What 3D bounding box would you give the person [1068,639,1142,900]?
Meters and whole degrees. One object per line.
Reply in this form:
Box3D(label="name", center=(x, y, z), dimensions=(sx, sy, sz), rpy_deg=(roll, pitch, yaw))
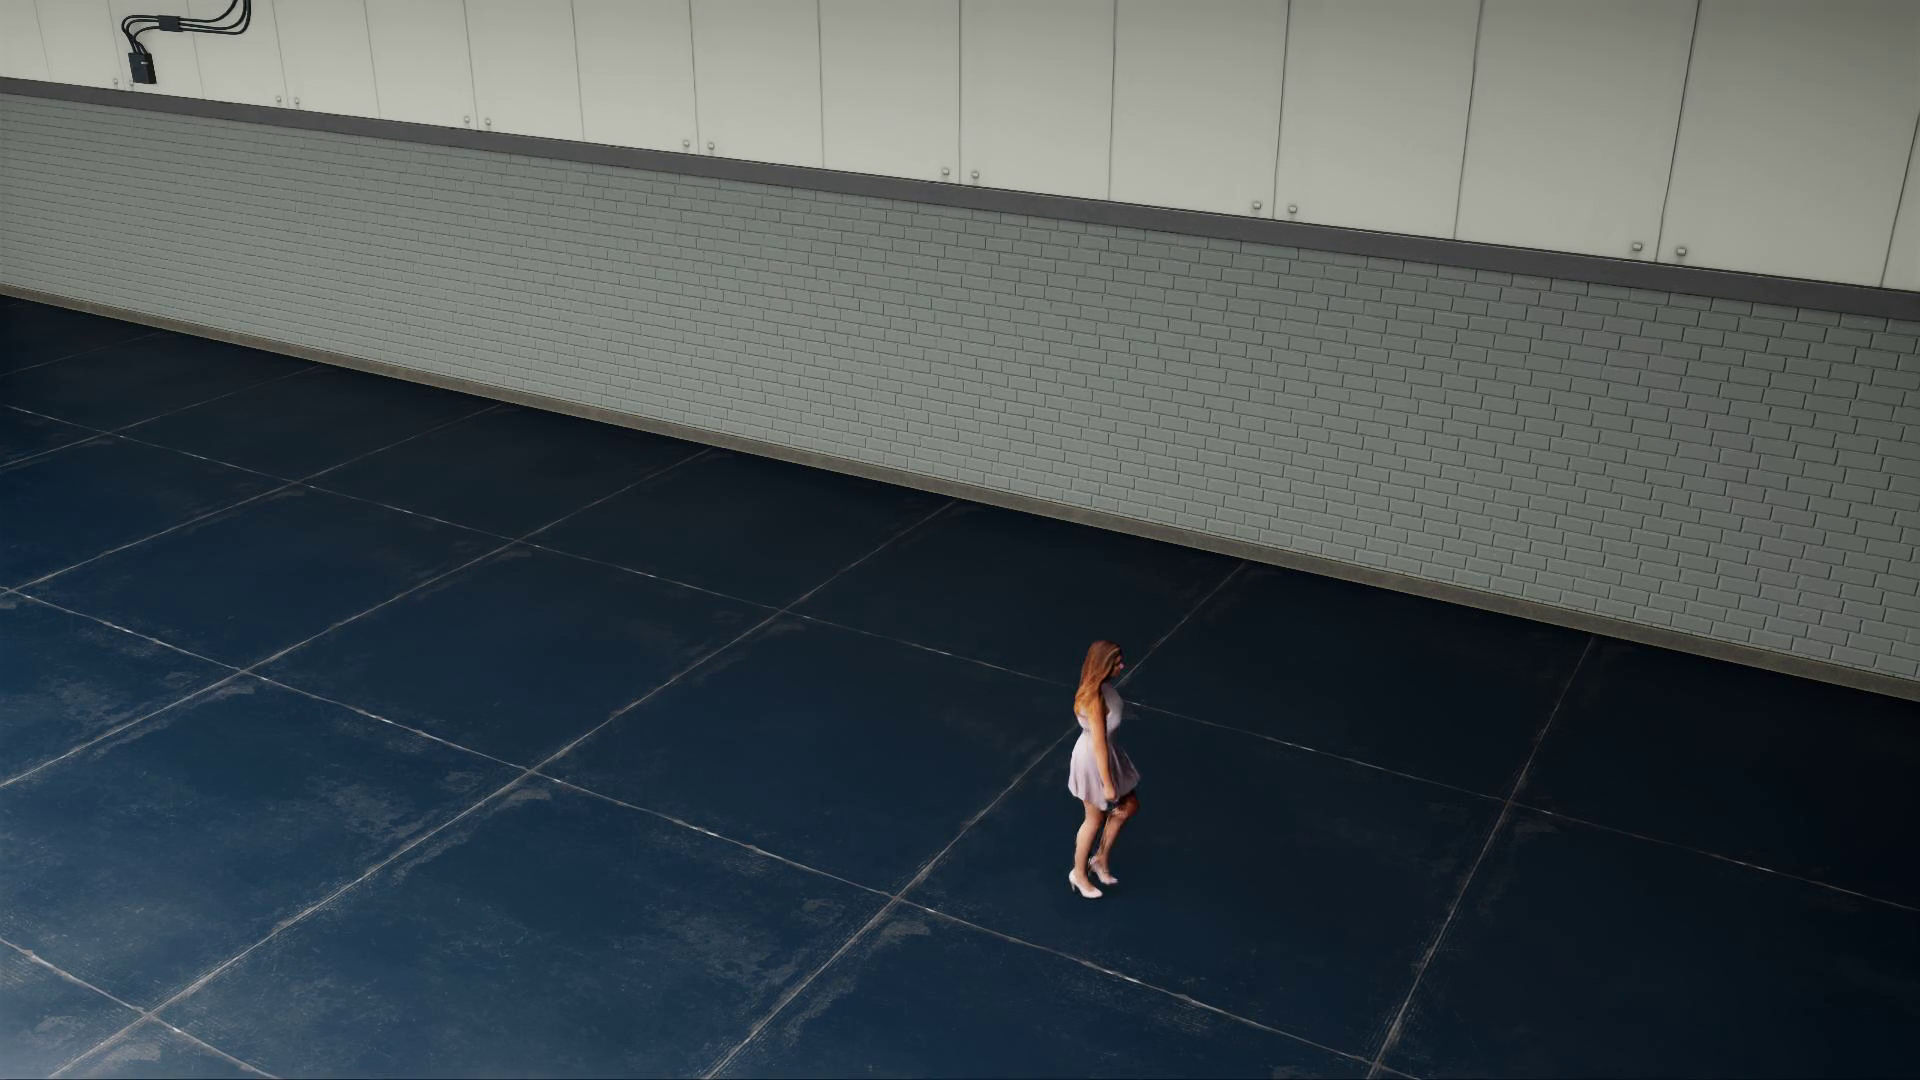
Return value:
Box3D(label="person", center=(0.738, 1.372, 9.888), dimensions=(0.712, 1.756, 0.630), rpy_deg=(7, 24, 15))
